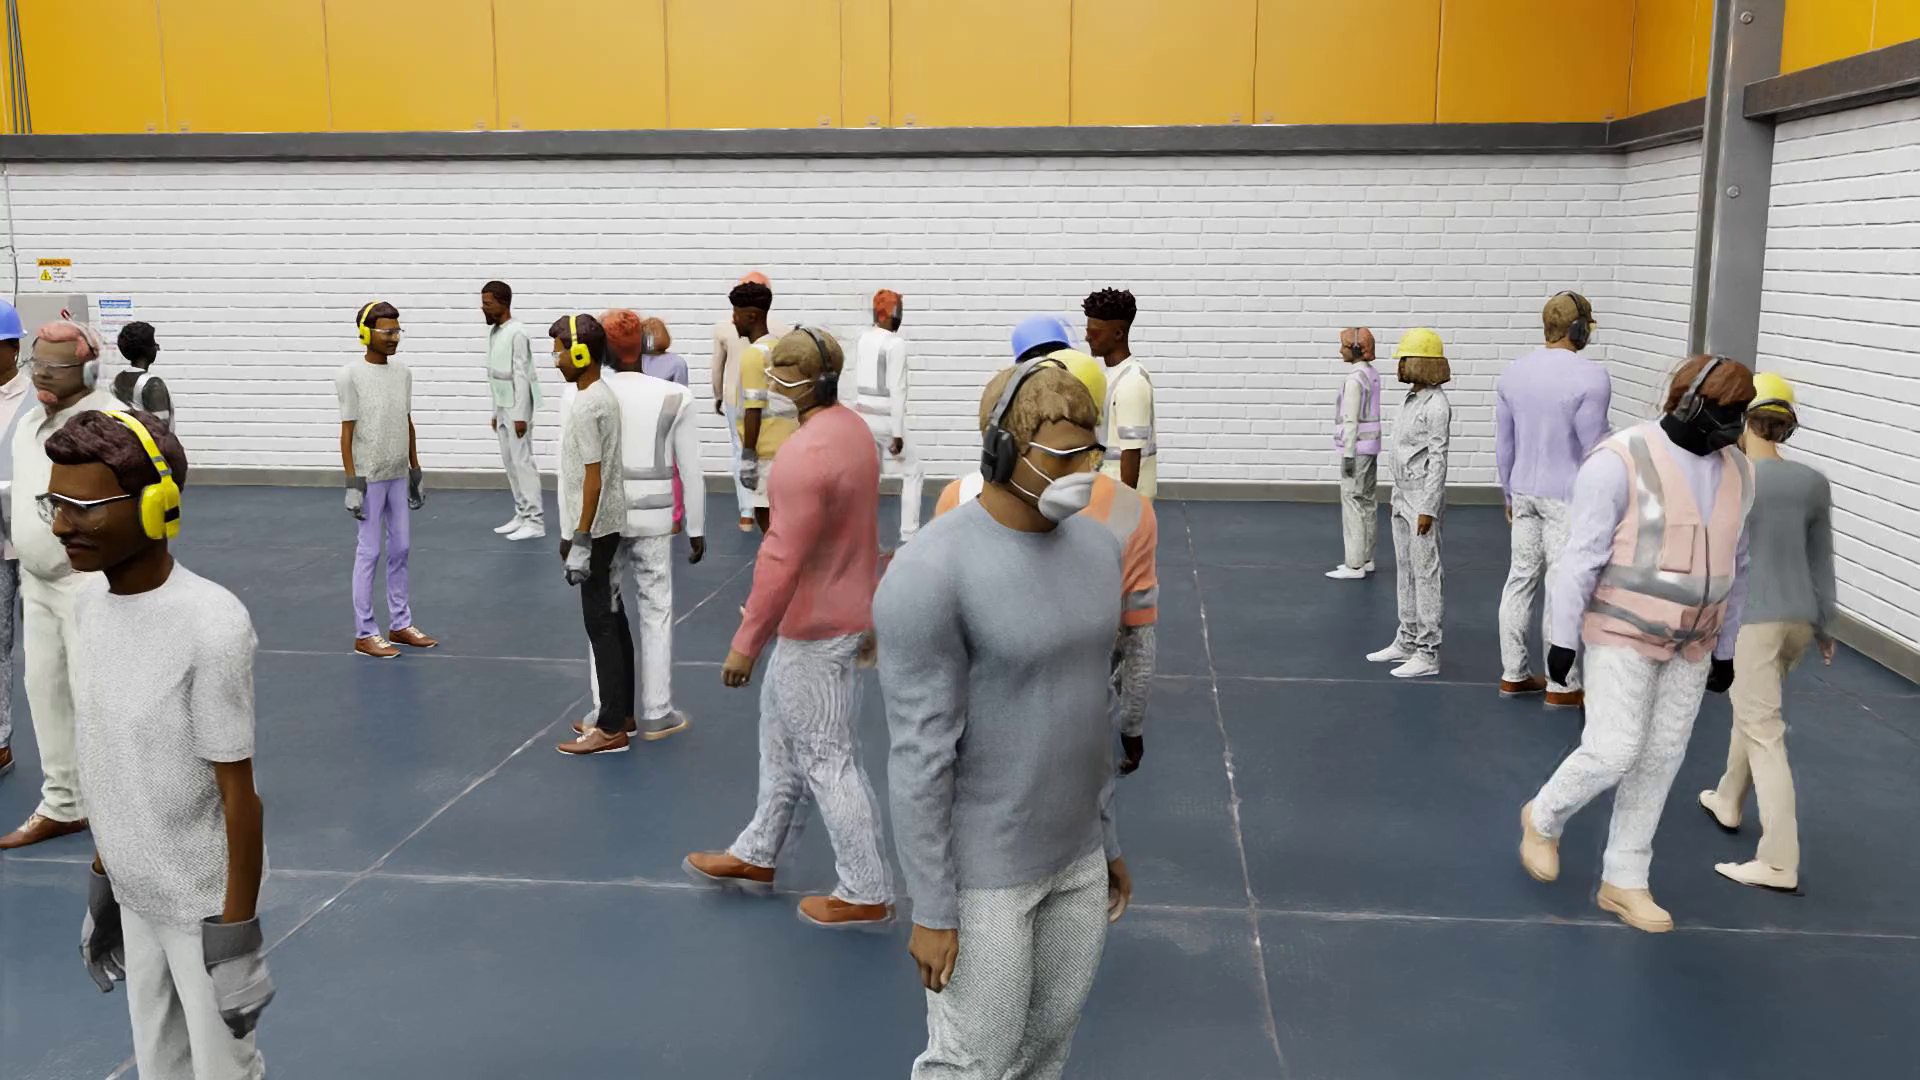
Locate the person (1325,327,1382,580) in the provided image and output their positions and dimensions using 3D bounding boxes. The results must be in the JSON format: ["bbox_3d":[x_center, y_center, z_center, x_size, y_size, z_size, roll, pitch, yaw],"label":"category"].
[{"bbox_3d":[2.573,-0.560,10.784,0.312,1.635,0.513,5,11,28],"label":"person"}]

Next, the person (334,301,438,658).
[{"bbox_3d":[-3.028,-0.315,8.741,0.326,1.862,0.508,5,11,27],"label":"person"}]

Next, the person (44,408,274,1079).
[{"bbox_3d":[-1.438,0.682,3.056,0.512,1.857,0.340,7,12,35],"label":"person"}]

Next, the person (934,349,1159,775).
[{"bbox_3d":[0.201,0.439,4.396,0.635,1.854,0.903,0,10,1],"label":"person"}]

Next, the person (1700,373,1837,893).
[{"bbox_3d":[2.769,0.287,5.761,0.551,1.695,0.802,-3,10,-18],"label":"person"}]

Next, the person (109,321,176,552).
[{"bbox_3d":[-4.919,-0.471,10.083,0.535,1.700,0.318,7,12,35],"label":"person"}]

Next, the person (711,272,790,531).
[{"bbox_3d":[-1.604,-1.083,12.859,0.648,1.952,0.823,0,10,-3],"label":"person"}]

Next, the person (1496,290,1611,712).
[{"bbox_3d":[2.757,-0.179,7.730,0.371,1.940,0.627,-5,11,-28],"label":"person"}]

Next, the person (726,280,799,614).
[{"bbox_3d":[-1.148,-0.535,9.746,0.403,1.952,0.615,2,10,11],"label":"person"}]

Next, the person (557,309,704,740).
[{"bbox_3d":[-1.412,-0.049,7.165,0.632,1.875,0.342,-2,10,-11],"label":"person"}]

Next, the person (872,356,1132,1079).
[{"bbox_3d":[0.114,0.621,3.160,0.373,1.936,0.629,8,13,39],"label":"person"}]

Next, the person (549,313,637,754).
[{"bbox_3d":[-1.559,-0.022,7.048,0.329,1.865,0.512,0,10,1],"label":"person"}]

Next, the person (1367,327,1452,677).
[{"bbox_3d":[2.278,-0.189,8.347,0.294,1.744,0.486,-1,10,-6],"label":"person"}]

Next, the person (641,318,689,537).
[{"bbox_3d":[-2.261,-0.836,12.404,0.524,1.622,0.401,4,11,19],"label":"person"}]

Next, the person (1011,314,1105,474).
[{"bbox_3d":[0.321,0.166,5.902,0.392,1.898,0.710,-4,11,-23],"label":"person"}]

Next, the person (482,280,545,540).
[{"bbox_3d":[-3.309,-0.961,12.322,0.407,1.905,0.603,-7,12,-35],"label":"person"}]

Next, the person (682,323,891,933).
[{"bbox_3d":[-0.576,0.283,5.191,0.823,1.900,0.648,2,10,10],"label":"person"}]

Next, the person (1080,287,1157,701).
[{"bbox_3d":[0.741,-0.212,7.876,0.374,1.958,0.607,0,10,-2],"label":"person"}]

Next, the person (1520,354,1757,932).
[{"bbox_3d":[2.169,0.312,5.298,0.696,1.809,0.536,-3,10,-19],"label":"person"}]

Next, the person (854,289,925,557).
[{"bbox_3d":[-0.447,-0.794,11.493,0.706,1.857,0.569,-8,13,-38],"label":"person"}]
